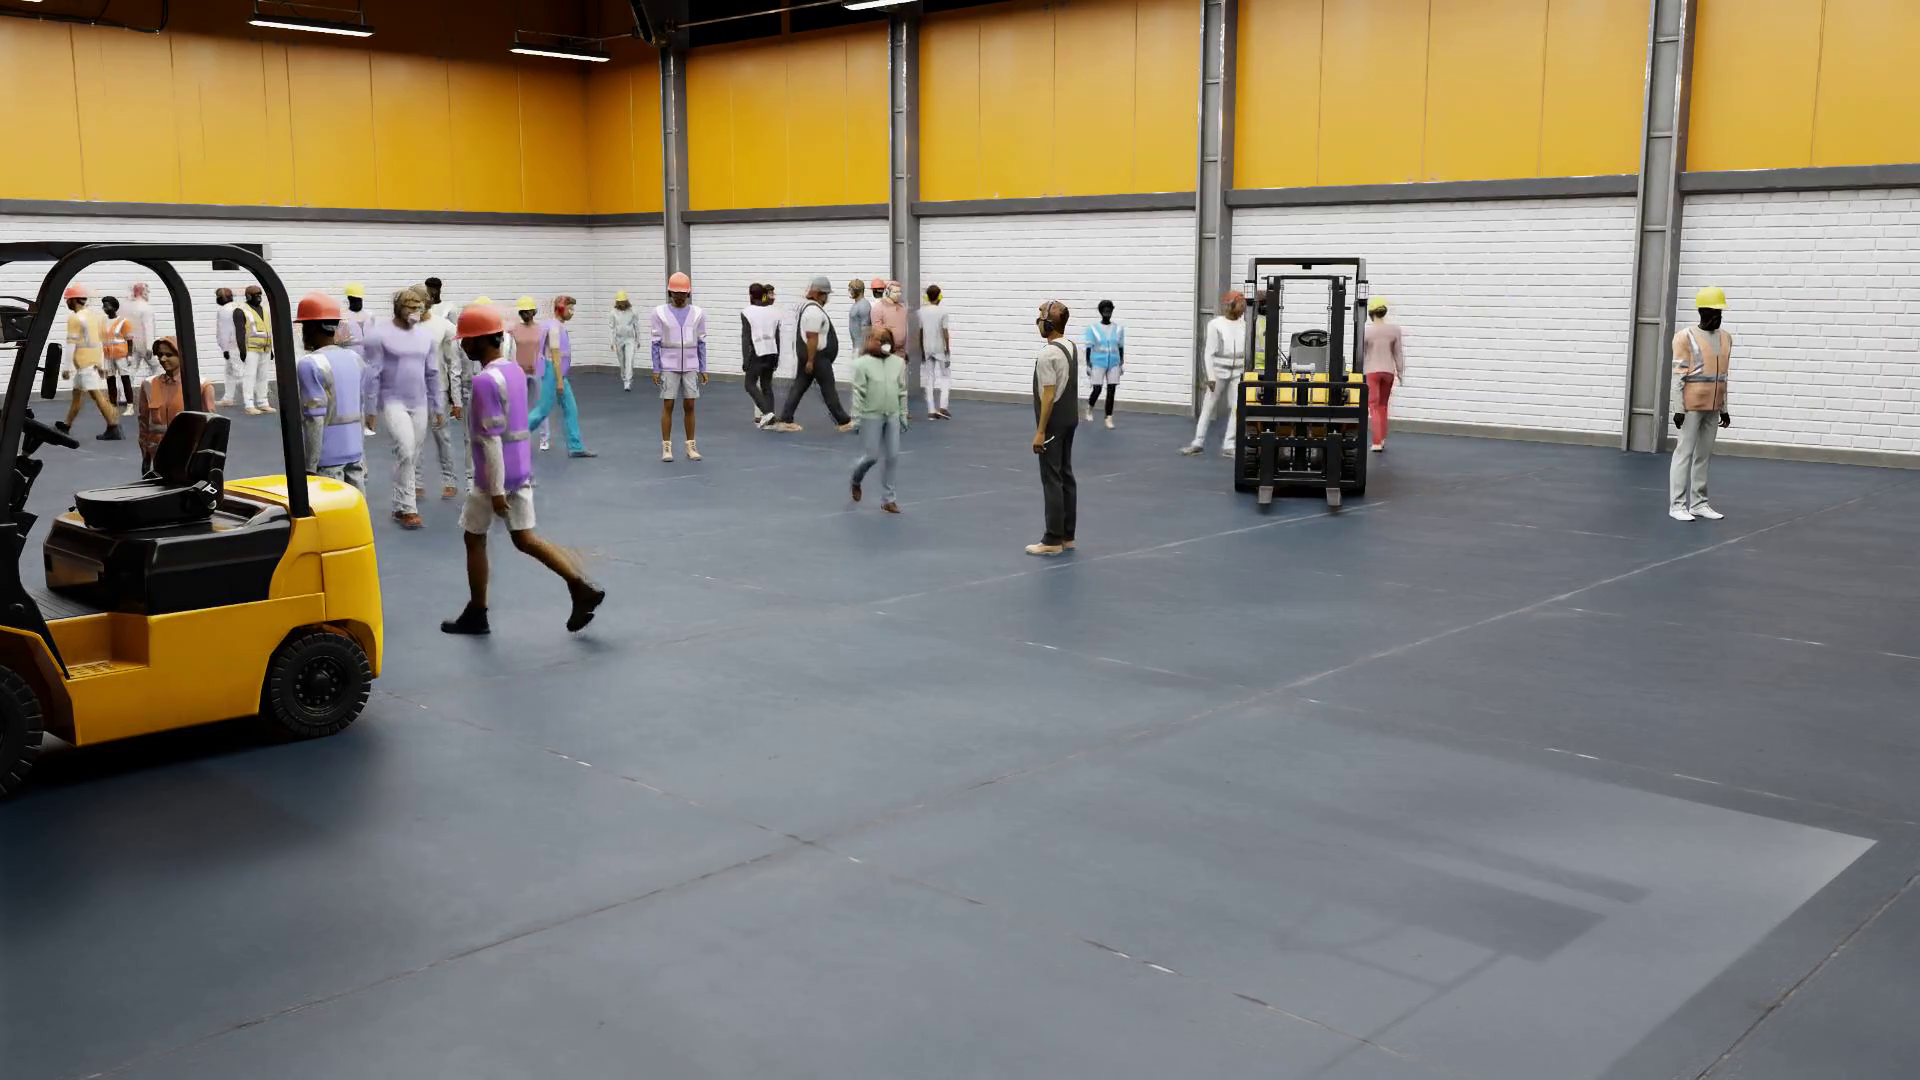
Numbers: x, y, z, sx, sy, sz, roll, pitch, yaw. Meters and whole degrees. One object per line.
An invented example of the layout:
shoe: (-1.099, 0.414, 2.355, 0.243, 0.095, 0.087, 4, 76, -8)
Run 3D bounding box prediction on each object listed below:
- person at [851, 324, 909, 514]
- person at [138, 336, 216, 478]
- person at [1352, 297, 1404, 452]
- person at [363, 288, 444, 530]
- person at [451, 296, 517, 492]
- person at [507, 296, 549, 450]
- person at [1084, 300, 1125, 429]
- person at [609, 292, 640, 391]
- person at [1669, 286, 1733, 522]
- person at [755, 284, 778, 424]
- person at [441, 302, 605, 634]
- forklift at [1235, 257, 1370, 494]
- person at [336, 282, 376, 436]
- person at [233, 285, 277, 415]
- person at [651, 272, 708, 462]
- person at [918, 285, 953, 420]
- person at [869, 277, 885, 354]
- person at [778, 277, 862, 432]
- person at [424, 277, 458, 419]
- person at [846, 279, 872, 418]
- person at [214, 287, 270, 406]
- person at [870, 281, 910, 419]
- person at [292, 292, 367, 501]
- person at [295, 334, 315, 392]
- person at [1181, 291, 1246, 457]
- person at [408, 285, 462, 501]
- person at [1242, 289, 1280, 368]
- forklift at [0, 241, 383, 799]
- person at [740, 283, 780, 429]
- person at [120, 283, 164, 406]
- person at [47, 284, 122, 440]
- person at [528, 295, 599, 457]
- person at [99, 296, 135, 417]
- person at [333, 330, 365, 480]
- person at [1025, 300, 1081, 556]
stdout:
person: (-0.706, -1.042, 14.207, 0.500, 1.611, 0.558, -6, 11, -31)
person: (-5.115, -0.517, 10.907, 0.514, 1.641, 0.307, 0, 9, 2)
person: (4.736, -1.885, 18.924, 0.566, 1.741, 0.701, -1, 9, -7)
person: (-4.367, -1.039, 13.276, 0.796, 1.908, 0.639, 7, 12, 38)
person: (-4.230, -1.256, 14.860, 0.597, 1.828, 0.403, -4, 10, -25)
person: (-4.905, -1.895, 18.973, 0.533, 1.767, 0.327, 0, 9, 0)
person: (1.867, -2.283, 21.610, 0.540, 1.683, 0.438, -2, 9, -12)
person: (-5.725, -3.393, 28.399, 0.492, 1.684, 0.951, -1, 9, -5)
person: (6.122, -1.118, 13.715, 0.588, 1.927, 0.370, -4, 10, -24)
person: (-2.605, -2.481, 22.261, 0.317, 1.865, 0.523, 0, 9, 1)
person: (-2.489, -0.380, 9.299, 0.920, 1.896, 0.552, 2, 9, 11)
forklift: (3.309, -1.629, 16.029, 1.214, 2.155, 2.313, 2, 9, 11)
person: (-7.441, -2.232, 20.598, 0.415, 1.915, 0.590, 5, 11, 30)
person: (-10.051, -2.713, 23.763, 0.429, 1.839, 0.633, 3, 10, 20)
person: (-3.010, -1.855, 17.912, 0.605, 2.034, 0.389, -4, 10, -22)
person: (-0.328, -2.575, 22.869, 0.534, 1.851, 0.456, 5, 11, 28)
person: (-1.278, -3.156, 26.190, 0.551, 1.932, 0.378, -7, 11, -35)
person: (-1.828, -2.380, 21.104, 1.056, 2.000, 0.688, -3, 10, -16)
person: (-7.217, -2.650, 22.993, 0.614, 1.962, 0.366, 2, 9, 10)
person: (-1.388, -2.658, 23.137, 0.371, 1.935, 0.627, -2, 9, -12)
person: (-10.855, -2.903, 25.044, 0.867, 1.814, 0.644, 0, 9, -2)
person: (-0.929, -2.597, 22.850, 0.410, 1.907, 0.642, 8, 12, 39)
person: (-3.750, -0.499, 9.886, 0.375, 1.935, 0.550, 2, 10, 14)
person: (-5.484, -1.053, 14.323, 0.853, 1.588, 0.533, 6, 11, 31)
person: (2.853, -1.821, 18.349, 0.719, 1.841, 0.557, -3, 10, -16)
person: (-4.786, -1.296, 14.886, 0.648, 1.927, 0.406, 0, 9, -2)
person: (3.573, -2.073, 19.870, 0.646, 1.829, 0.475, -8, 12, -42)
forklift: (-3.706, -0.171, 7.093, 1.214, 2.155, 2.313, 9, 13, 43)
person: (-2.569, -2.360, 21.436, 0.455, 1.894, 0.657, 9, 13, 42)
person: (-12.394, -2.965, 25.258, 0.659, 1.854, 0.998, 5, 10, 26)
person: (-10.640, -2.135, 20.068, 0.975, 1.882, 0.565, 0, 9, -2)
person: (-4.484, -1.773, 18.141, 0.930, 1.800, 0.603, -1, 9, -7)
person: (-11.836, -2.566, 23.300, 0.542, 1.695, 0.316, 1, 9, 7)
person: (-6.009, -1.286, 15.786, 0.505, 1.588, 0.863, 6, 11, 33)
person: (0.680, -0.806, 12.049, 0.336, 1.845, 0.514, 5, 11, 28)
